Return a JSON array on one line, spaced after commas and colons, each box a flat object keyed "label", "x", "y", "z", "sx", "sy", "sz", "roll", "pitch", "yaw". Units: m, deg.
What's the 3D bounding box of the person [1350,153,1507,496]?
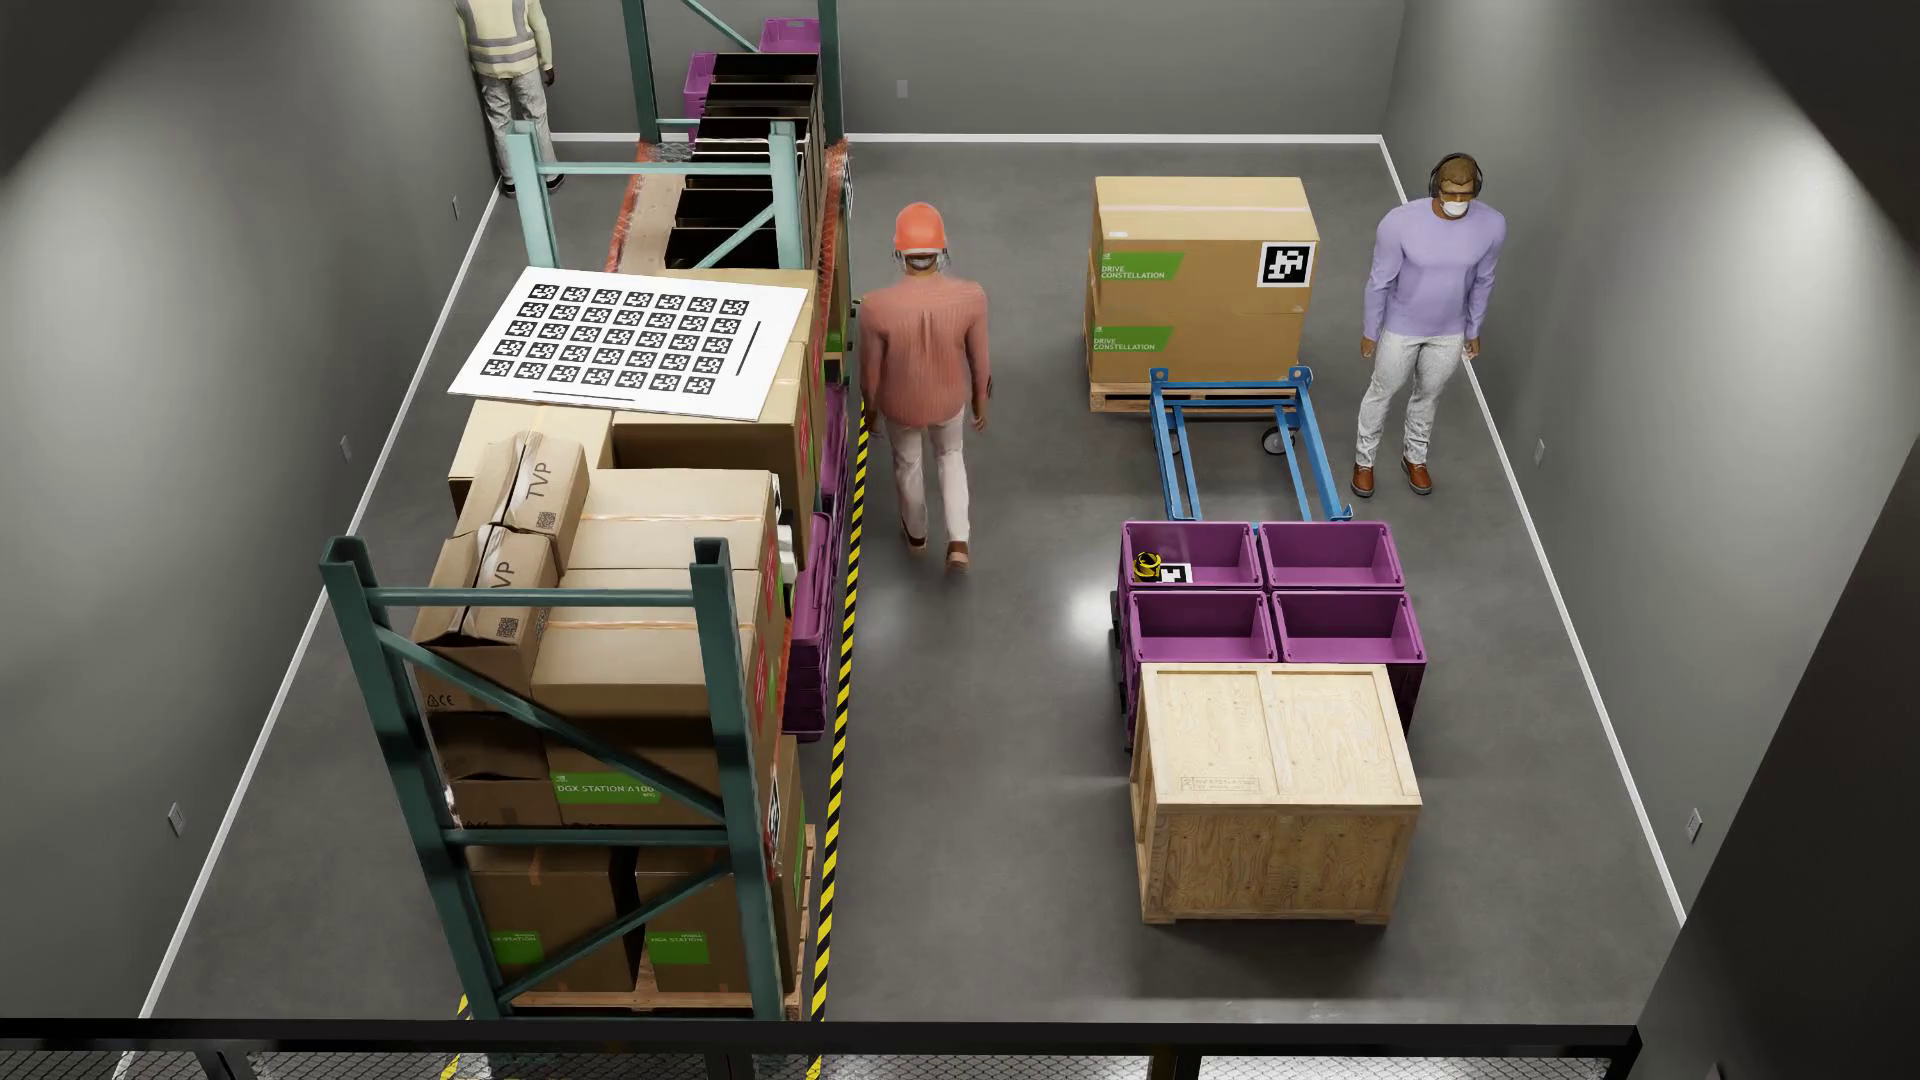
[{"label": "person", "x": 2.315, "y": -1.059, "z": 8.321, "sx": 0.636, "sy": 1.939, "sz": 0.364, "roll": -2, "pitch": 41, "yaw": -2}]

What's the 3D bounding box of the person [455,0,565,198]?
[{"label": "person", "x": -2.920, "y": -3.088, "z": 10.715, "sx": 0.600, "sy": 1.829, "sz": 0.404, "roll": -5, "pitch": 42, "yaw": -6}]

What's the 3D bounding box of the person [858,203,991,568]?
[{"label": "person", "x": -0.160, "y": -0.656, "z": 7.836, "sx": 0.619, "sy": 1.976, "sz": 0.604, "roll": -8, "pitch": 42, "yaw": -9}]
